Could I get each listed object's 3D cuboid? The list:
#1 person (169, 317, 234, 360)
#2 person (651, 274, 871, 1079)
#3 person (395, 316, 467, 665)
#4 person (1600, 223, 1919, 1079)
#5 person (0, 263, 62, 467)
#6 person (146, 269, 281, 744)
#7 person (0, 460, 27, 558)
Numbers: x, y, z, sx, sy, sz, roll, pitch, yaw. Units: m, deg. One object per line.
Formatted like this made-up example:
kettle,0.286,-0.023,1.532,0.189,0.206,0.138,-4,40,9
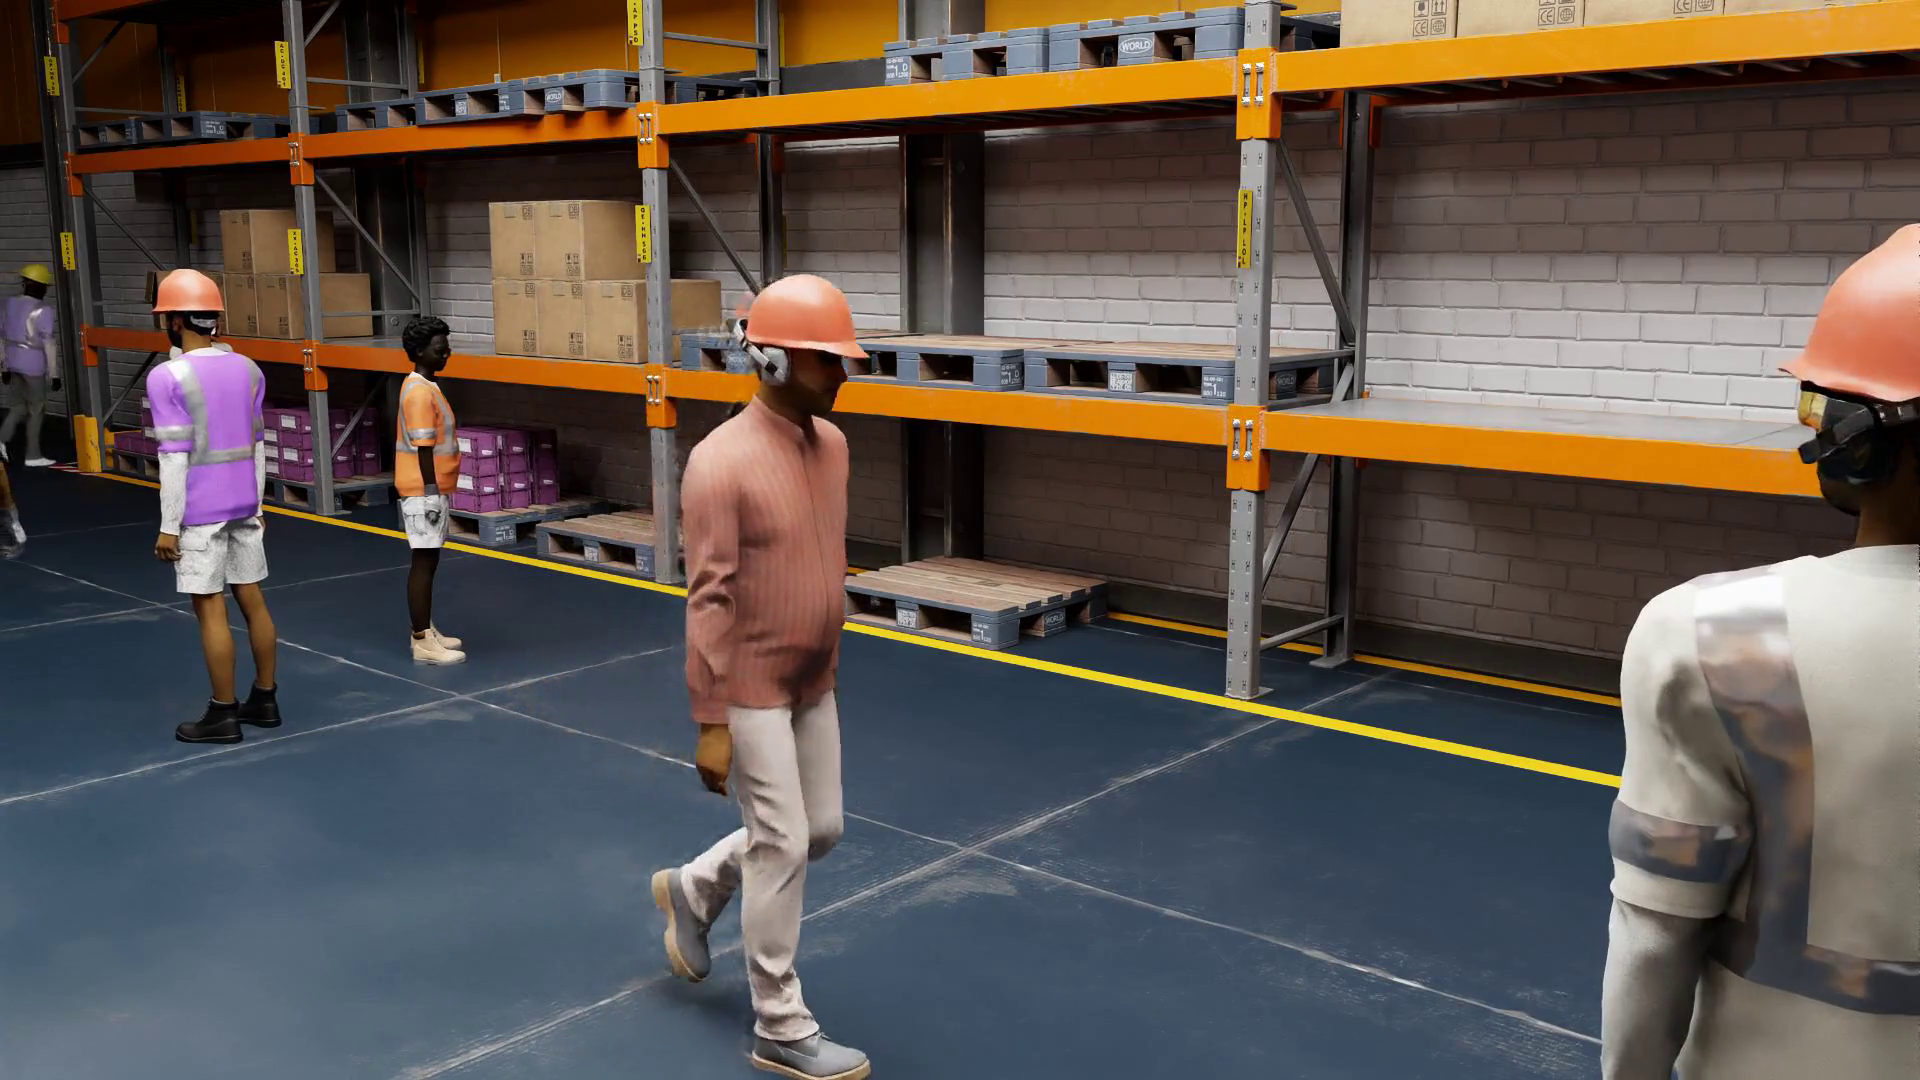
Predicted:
person,-5.475,-0.902,12.105,0.282,1.625,0.492,7,12,35
person,-0.534,0.330,4.116,0.693,1.967,0.652,5,11,28
person,-2.599,-0.245,8.143,0.318,1.698,0.539,-3,10,-18
person,1.046,0.673,1.928,0.615,2.047,0.359,2,10,11
person,-8.560,-1.583,15.245,0.636,1.889,0.607,4,11,20
person,-3.081,-0.129,6.812,0.379,1.937,0.547,4,11,21
person,-4.175,-0.072,6.806,0.613,1.815,0.921,-4,11,-24
